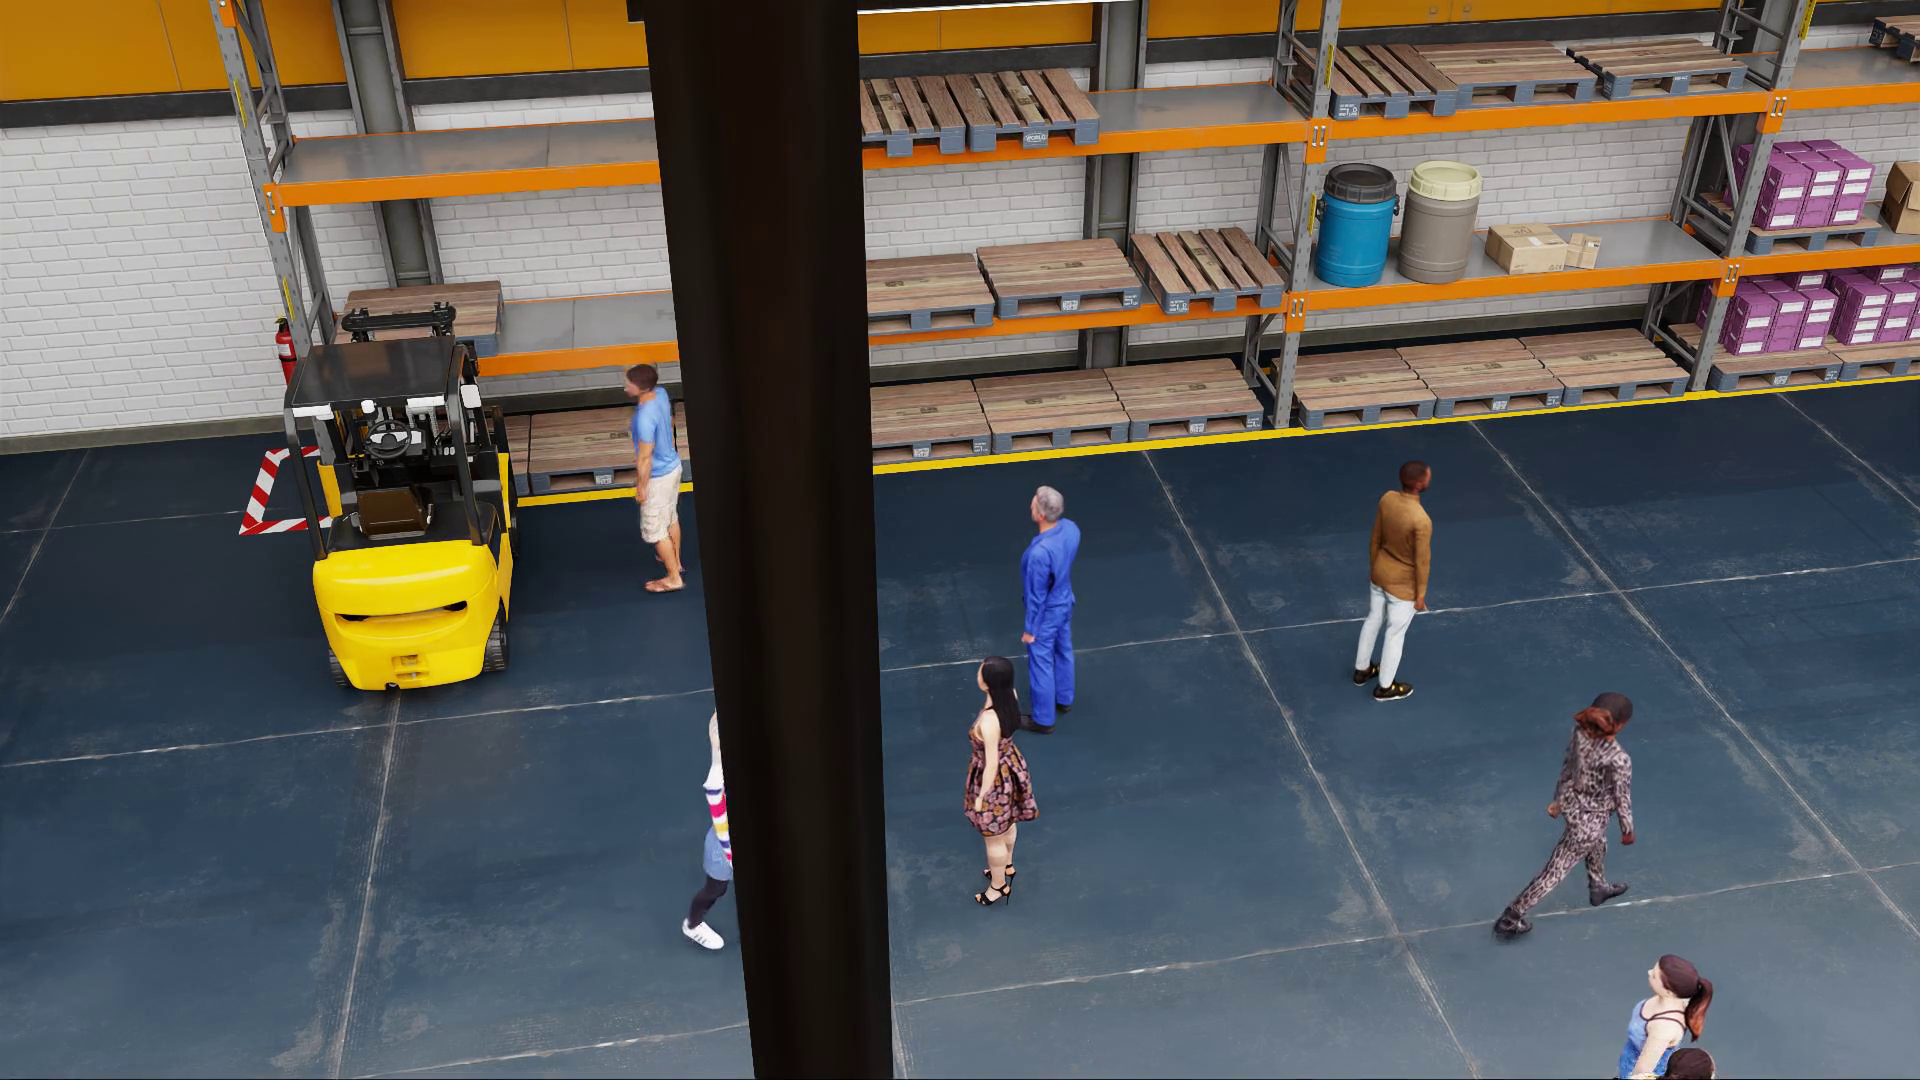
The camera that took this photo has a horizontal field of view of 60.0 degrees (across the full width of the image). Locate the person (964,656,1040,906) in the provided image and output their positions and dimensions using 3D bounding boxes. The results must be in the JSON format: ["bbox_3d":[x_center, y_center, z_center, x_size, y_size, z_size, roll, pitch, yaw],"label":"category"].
[{"bbox_3d":[0.195,1.382,9.538,0.822,1.774,0.788,10,35,15],"label":"person"}]

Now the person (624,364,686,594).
[{"bbox_3d":[-2.237,-0.510,12.312,0.736,1.852,0.771,16,37,22],"label":"person"}]

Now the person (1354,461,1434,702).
[{"bbox_3d":[2.927,0.261,11.186,0.659,1.816,0.712,-18,38,-25],"label":"person"}]

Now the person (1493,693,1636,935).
[{"bbox_3d":[3.421,1.593,9.318,1.155,1.664,0.609,-8,34,-11],"label":"person"}]

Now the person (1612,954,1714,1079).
[{"bbox_3d":[3.288,2.584,7.889,0.928,1.596,0.865,20,39,27],"label":"person"}]

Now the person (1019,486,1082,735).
[{"bbox_3d":[0.594,0.453,10.884,0.821,1.829,0.780,19,38,26],"label":"person"}]
